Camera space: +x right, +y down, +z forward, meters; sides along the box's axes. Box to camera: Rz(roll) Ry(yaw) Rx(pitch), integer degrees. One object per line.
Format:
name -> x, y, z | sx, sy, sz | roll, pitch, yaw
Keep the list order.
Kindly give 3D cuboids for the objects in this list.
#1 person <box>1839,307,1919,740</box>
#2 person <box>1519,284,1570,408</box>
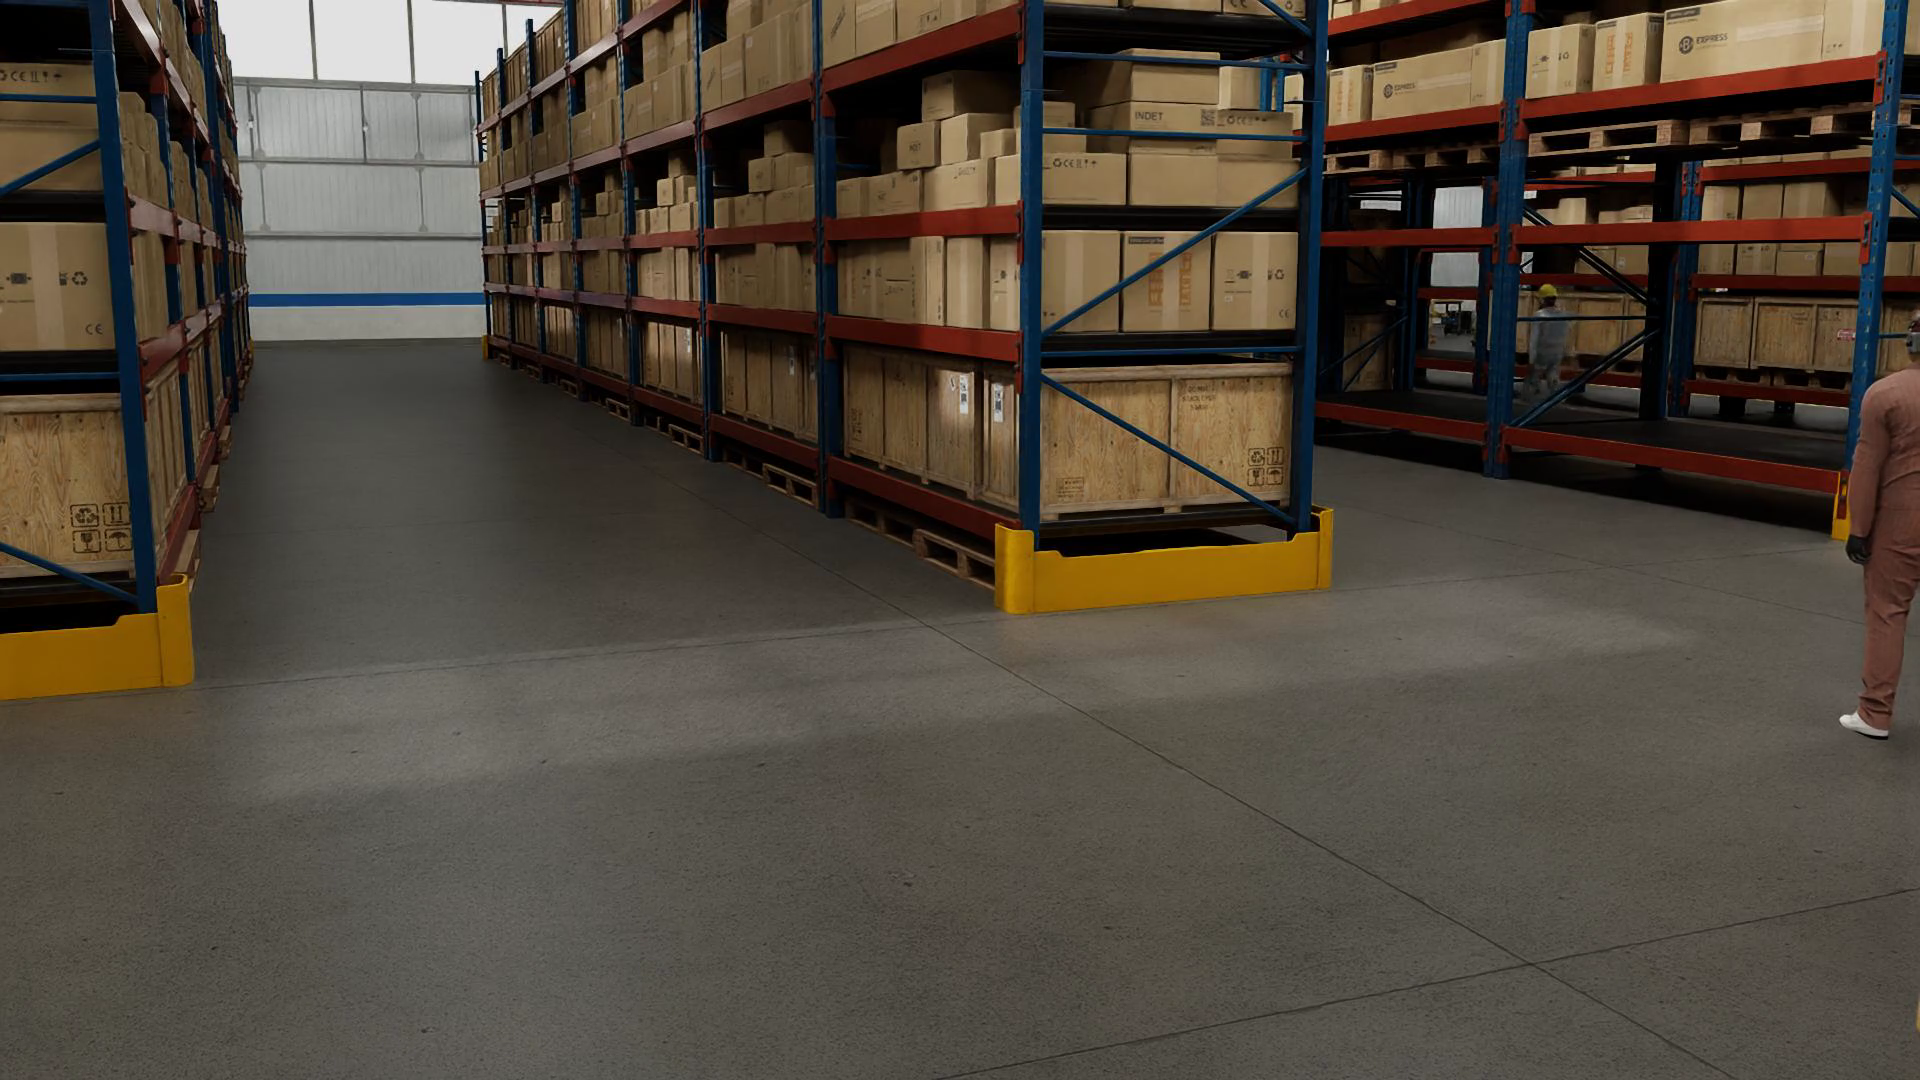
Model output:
person -> 4.182, -0.071, 7.246 | 0.642, 1.898, 0.397 | 0, 9, 2
person -> 7.180, -2.250, 20.582 | 0.628, 1.790, 0.881 | -3, 10, -20
